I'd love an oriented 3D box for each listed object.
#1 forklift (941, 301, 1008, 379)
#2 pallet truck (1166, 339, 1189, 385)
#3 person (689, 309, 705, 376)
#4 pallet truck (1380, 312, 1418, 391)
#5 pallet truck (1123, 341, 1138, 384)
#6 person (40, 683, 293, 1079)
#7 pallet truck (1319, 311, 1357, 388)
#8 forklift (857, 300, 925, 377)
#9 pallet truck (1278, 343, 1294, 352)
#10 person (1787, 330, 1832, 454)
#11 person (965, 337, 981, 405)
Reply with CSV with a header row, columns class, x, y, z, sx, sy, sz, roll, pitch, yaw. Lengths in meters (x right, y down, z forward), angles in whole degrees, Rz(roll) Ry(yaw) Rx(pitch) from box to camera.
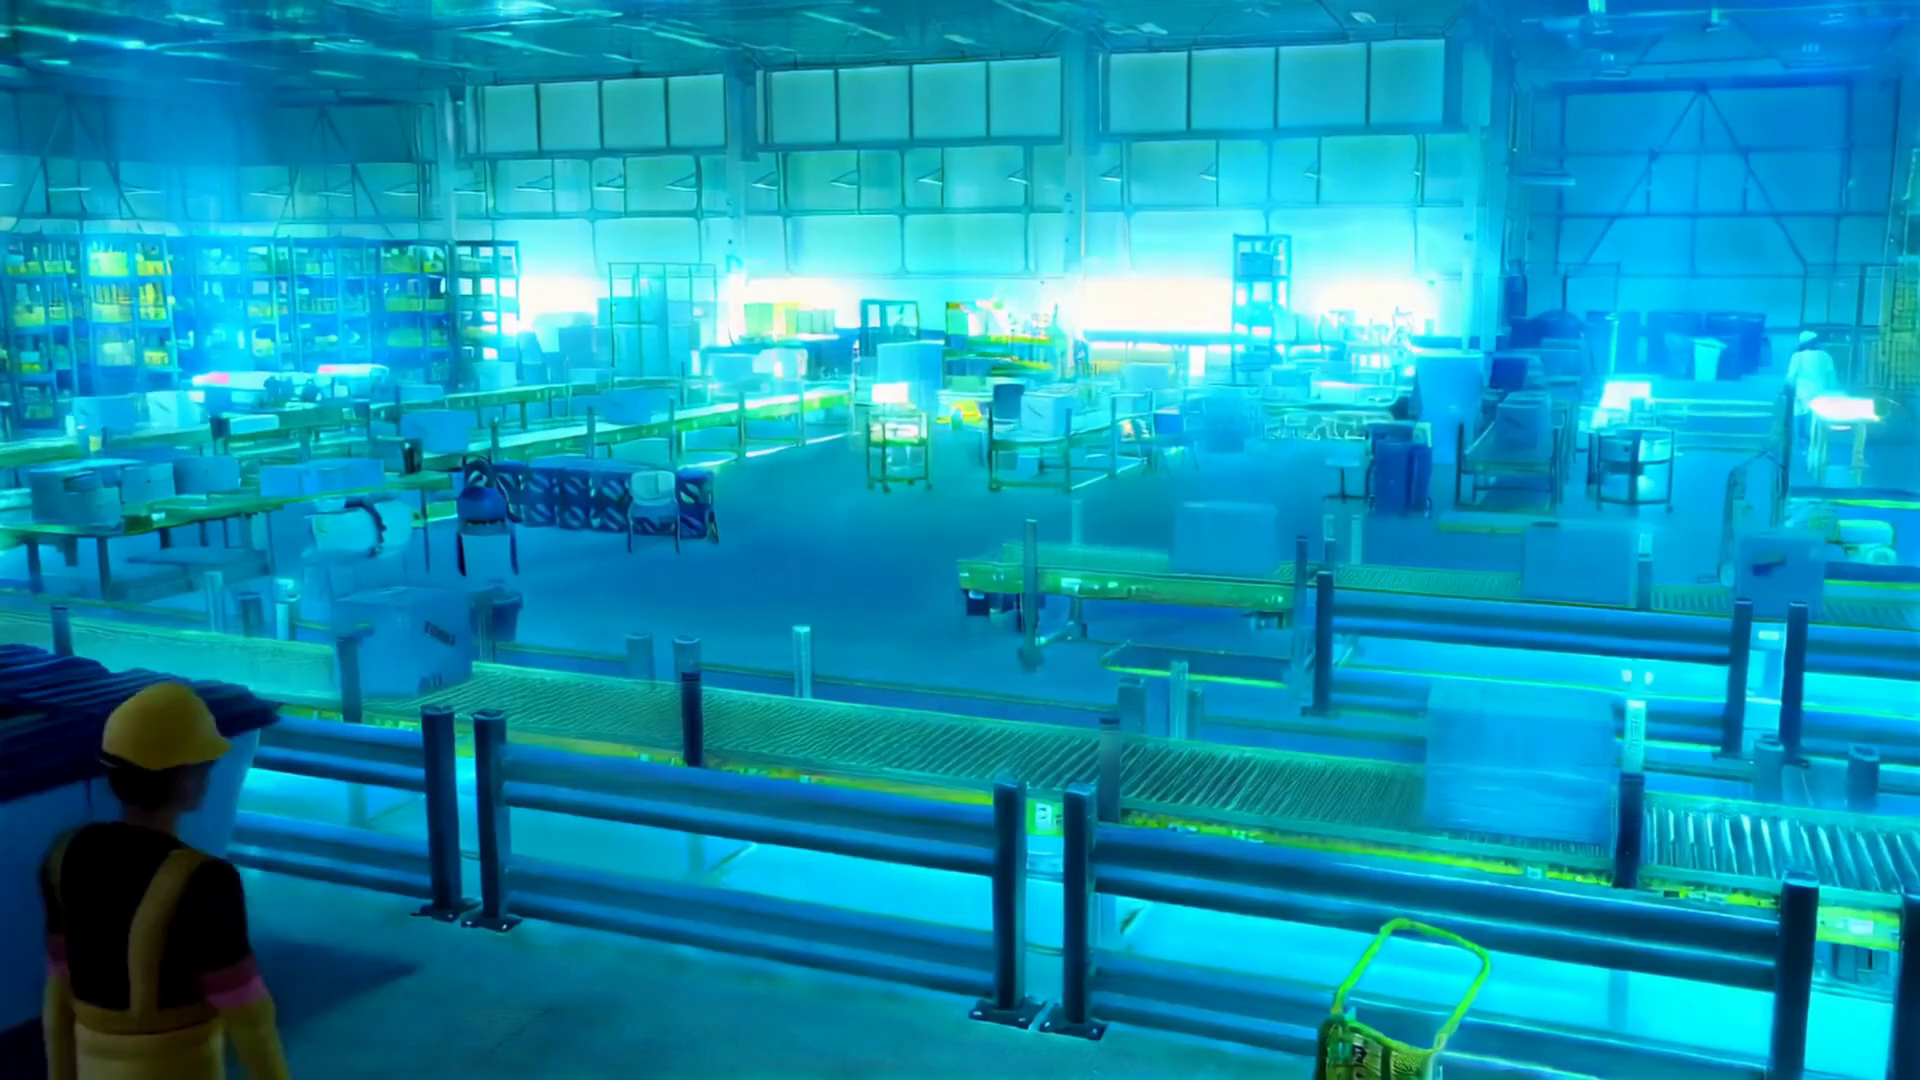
class,x,y,z,sx,sy,sz,roll,pitch,yaw
forklift,0.365,-4.966,41.571,1.157,1.987,2.680,3,10,20
pallet truck,5.418,-4.269,40.420,0.704,1.261,1.522,3,10,20
person,-6.396,-4.639,40.562,0.402,1.985,0.613,-3,10,-20
pallet truck,10.207,-4.283,38.369,0.823,1.965,1.885,3,10,20
pallet truck,4.445,-4.380,41.279,0.680,1.201,1.601,4,10,22
person,-1.936,1.344,4.268,0.633,1.994,1.000,5,11,30
pallet truck,9.071,-4.419,39.190,0.823,1.965,1.885,5,10,26
forklift,-1.732,-5.109,42.468,1.157,1.987,2.680,4,10,22
pallet truck,7.886,-4.163,39.743,0.653,1.274,1.630,4,10,22
person,13.592,-2.352,26.642,0.647,1.998,0.423,5,11,29
person,0.221,-3.652,35.259,0.363,1.751,0.557,-2,10,-14
